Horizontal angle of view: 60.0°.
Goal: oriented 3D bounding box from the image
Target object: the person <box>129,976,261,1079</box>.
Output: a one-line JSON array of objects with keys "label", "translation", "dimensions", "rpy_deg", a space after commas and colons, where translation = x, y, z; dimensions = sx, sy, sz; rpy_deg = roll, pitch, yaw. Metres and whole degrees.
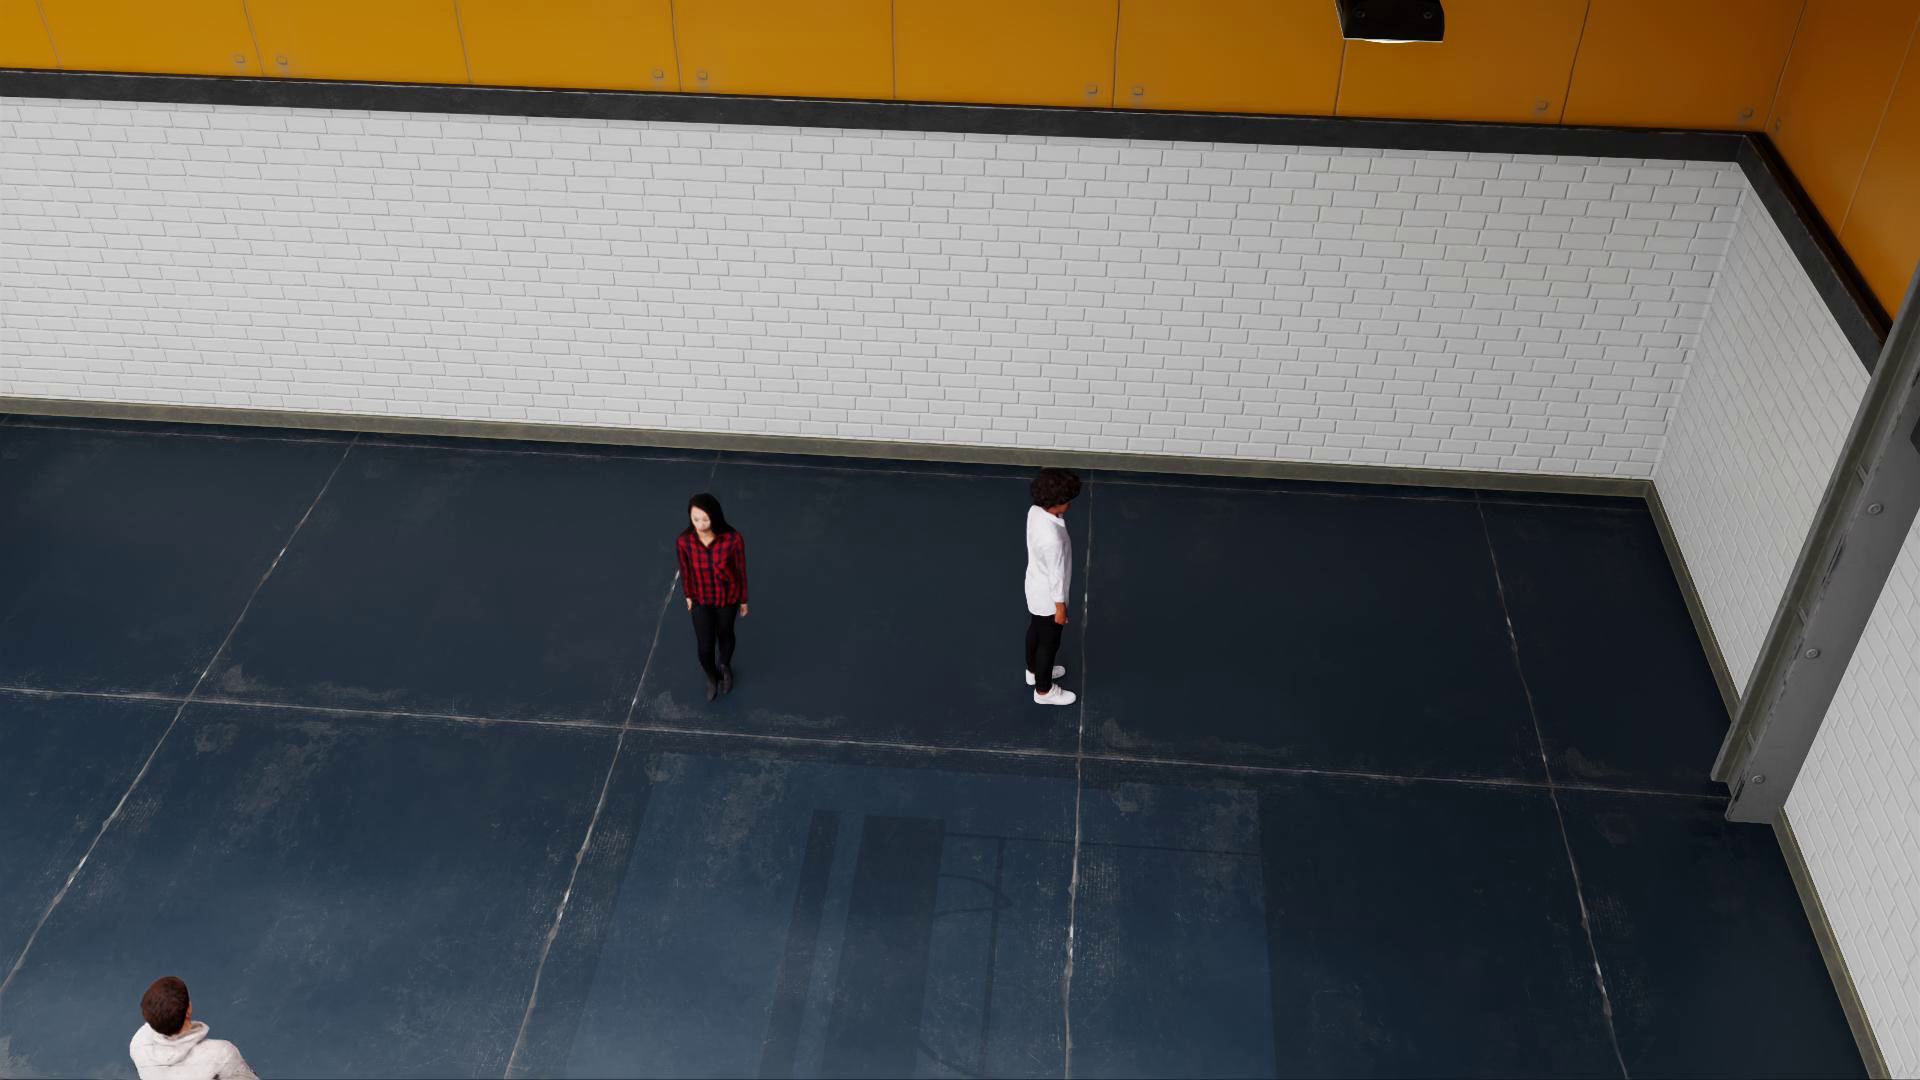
[{"label": "person", "translation": [-3.470, 2.738, 7.633], "dimensions": [0.720, 1.843, 0.808], "rpy_deg": [7, 39, 9]}]

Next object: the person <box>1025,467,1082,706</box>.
[{"label": "person", "translation": [0.568, 0.296, 10.717], "dimensions": [0.743, 1.811, 0.586], "rpy_deg": [-7, 39, -8]}]

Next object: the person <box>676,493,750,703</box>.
[{"label": "person", "translation": [-1.591, 0.307, 10.836], "dimensions": [0.639, 1.644, 0.641], "rpy_deg": [-5, 39, -6]}]
